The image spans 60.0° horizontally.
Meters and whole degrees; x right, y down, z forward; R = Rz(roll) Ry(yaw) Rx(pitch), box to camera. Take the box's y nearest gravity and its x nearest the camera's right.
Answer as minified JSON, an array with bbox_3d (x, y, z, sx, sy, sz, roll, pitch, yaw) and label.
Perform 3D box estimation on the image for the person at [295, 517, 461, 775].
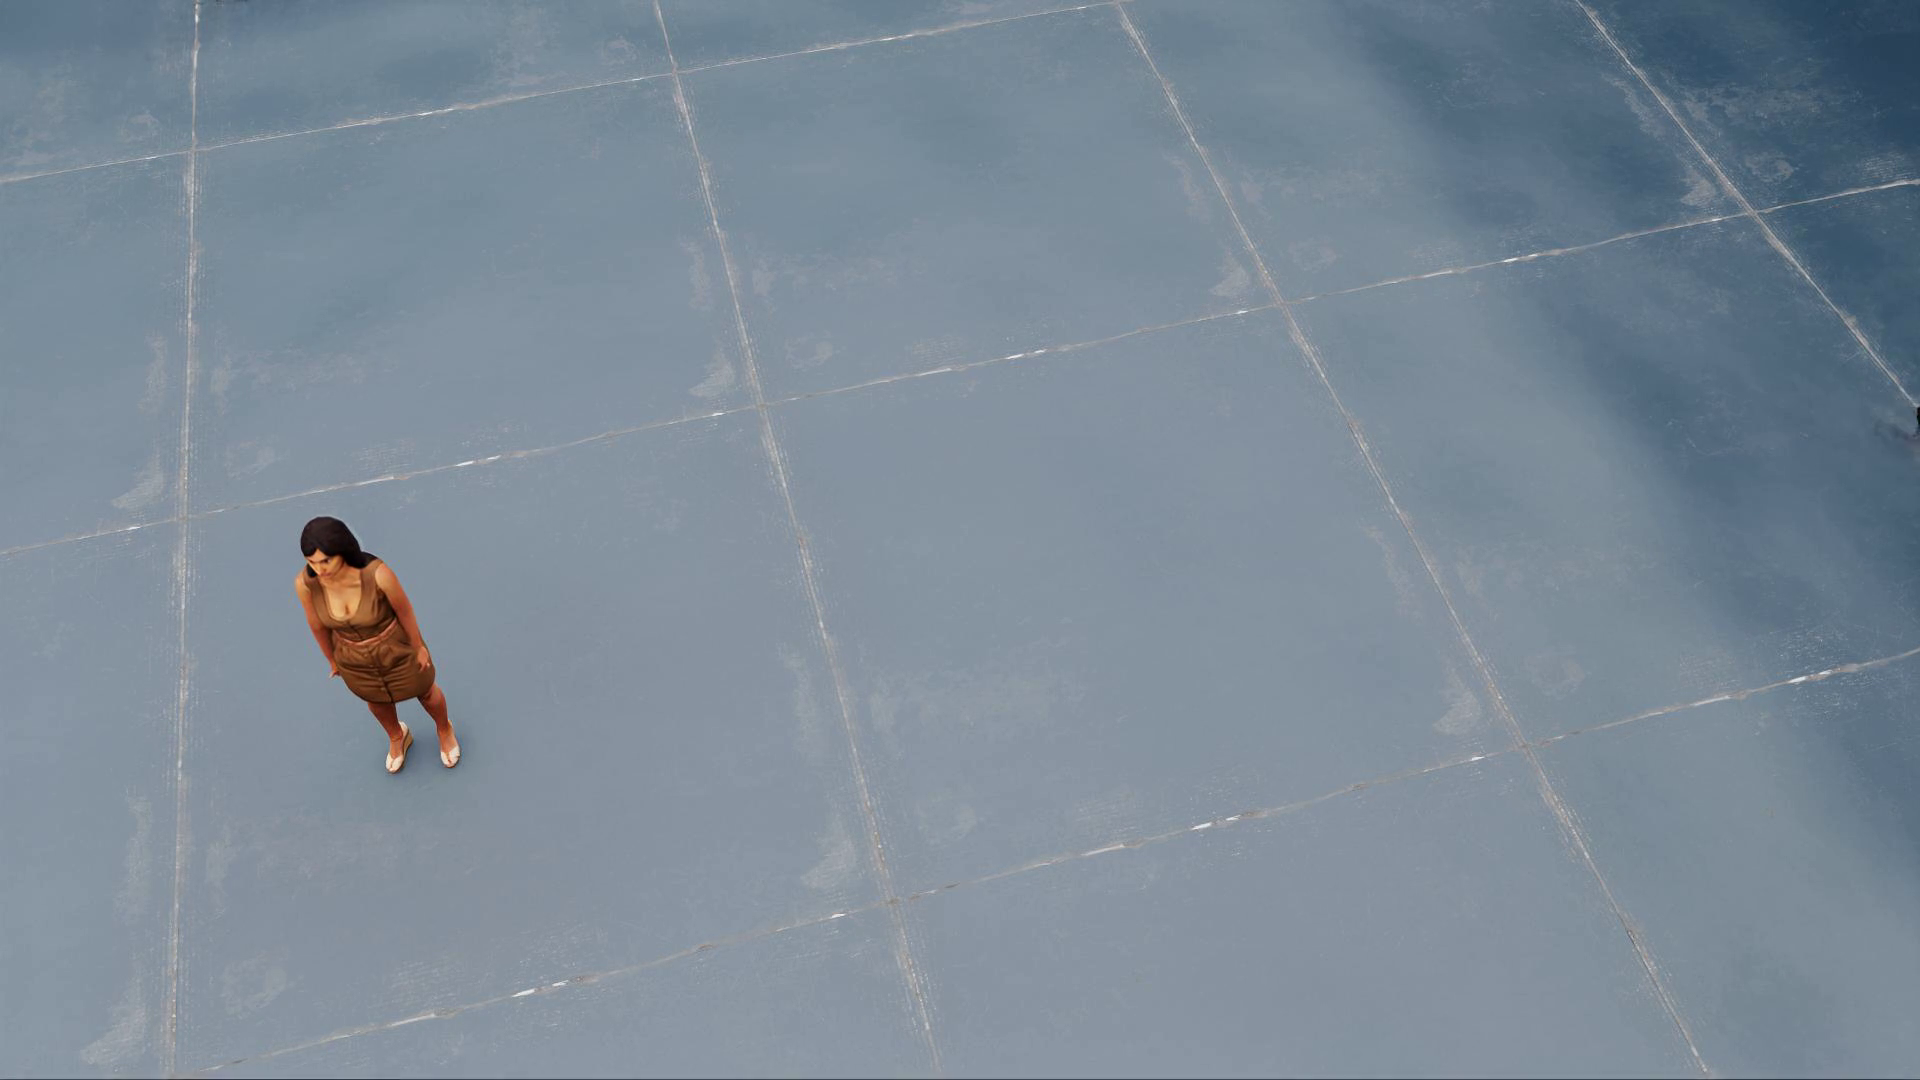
[{"bbox_3d":[-2.439,0.458,6.975,0.596,1.689,0.549,-5,52,-4],"label":"person"}]
